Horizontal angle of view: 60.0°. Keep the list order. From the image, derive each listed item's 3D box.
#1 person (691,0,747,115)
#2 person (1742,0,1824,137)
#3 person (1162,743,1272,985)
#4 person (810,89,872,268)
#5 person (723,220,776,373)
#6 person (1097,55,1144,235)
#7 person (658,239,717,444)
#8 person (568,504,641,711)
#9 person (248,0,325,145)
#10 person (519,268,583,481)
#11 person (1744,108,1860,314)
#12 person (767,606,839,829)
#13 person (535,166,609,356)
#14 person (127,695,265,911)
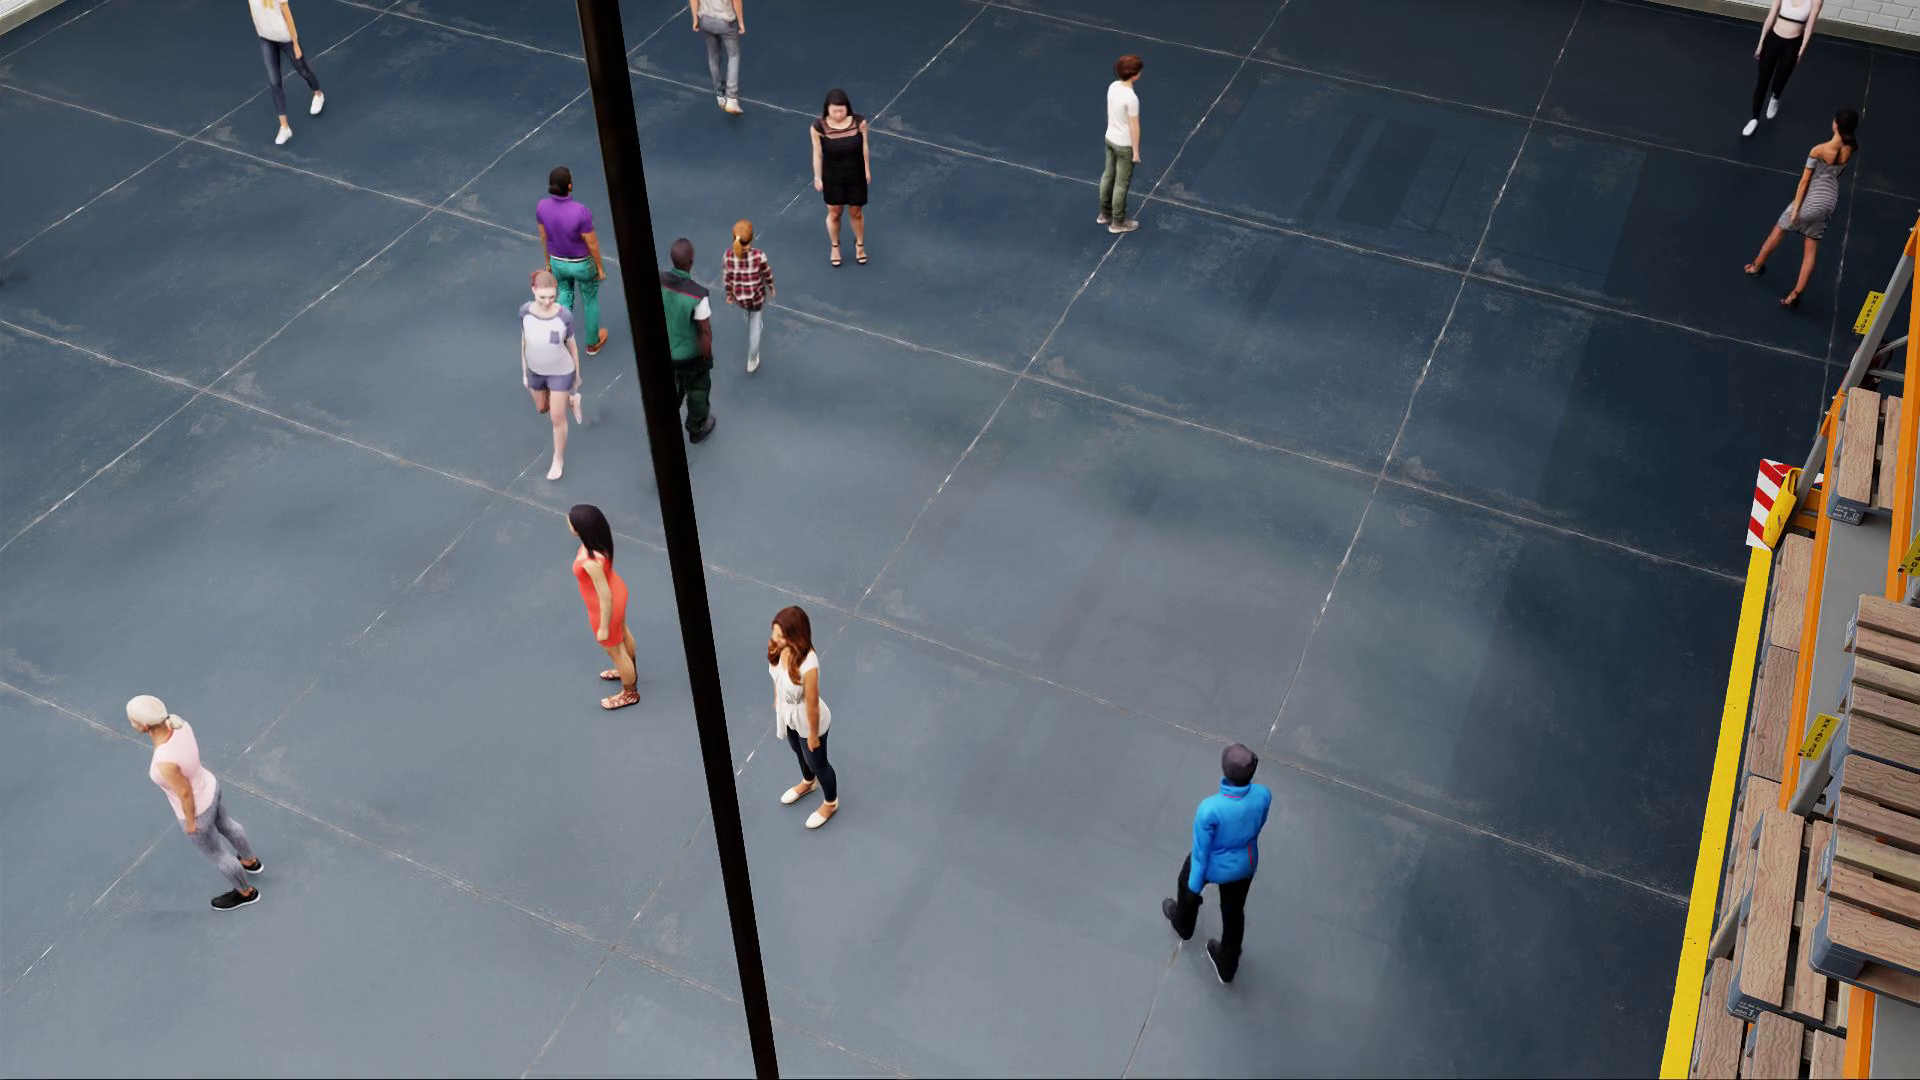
[{"bbox_3d":[-2.362,-5.042,16.175,0.814,1.892,0.901,5,44,5],"label":"person"},{"bbox_3d":[7.924,-4.759,15.991,0.672,1.736,0.825,28,50,26],"label":"person"},{"bbox_3d":[1.474,1.839,9.040,0.931,1.769,0.991,-14,45,-14],"label":"person"},{"bbox_3d":[-1.011,-3.117,14.286,0.749,1.709,0.789,-9,44,-10],"label":"person"},{"bbox_3d":[-1.703,-1.945,13.372,0.716,1.274,0.962,5,44,5],"label":"person"},{"bbox_3d":[1.427,-3.521,14.751,0.703,1.653,0.671,-21,48,-21],"label":"person"},{"bbox_3d":[-2.103,-1.379,12.382,0.702,1.821,0.883,15,46,15],"label":"person"},{"bbox_3d":[-2.240,0.409,10.579,0.727,1.718,0.625,-4,44,-4],"label":"person"},{"bbox_3d":[-6.506,-4.827,16.042,0.858,1.763,1.212,6,44,6],"label":"person"},{"bbox_3d":[-2.991,-1.293,12.358,0.751,1.728,1.007,11,45,11],"label":"person"},{"bbox_3d":[7.116,-2.689,13.775,0.895,1.796,1.024,-5,44,-5],"label":"person"},{"bbox_3d":[-0.922,1.027,9.884,0.658,1.782,0.653,-29,51,-27],"label":"person"},{"bbox_3d":[-3.109,-2.150,13.235,0.770,1.760,0.908,7,44,7],"label":"person"},{"bbox_3d":[-4.337,1.472,9.458,0.693,1.725,0.596,-5,44,-5],"label":"person"}]
